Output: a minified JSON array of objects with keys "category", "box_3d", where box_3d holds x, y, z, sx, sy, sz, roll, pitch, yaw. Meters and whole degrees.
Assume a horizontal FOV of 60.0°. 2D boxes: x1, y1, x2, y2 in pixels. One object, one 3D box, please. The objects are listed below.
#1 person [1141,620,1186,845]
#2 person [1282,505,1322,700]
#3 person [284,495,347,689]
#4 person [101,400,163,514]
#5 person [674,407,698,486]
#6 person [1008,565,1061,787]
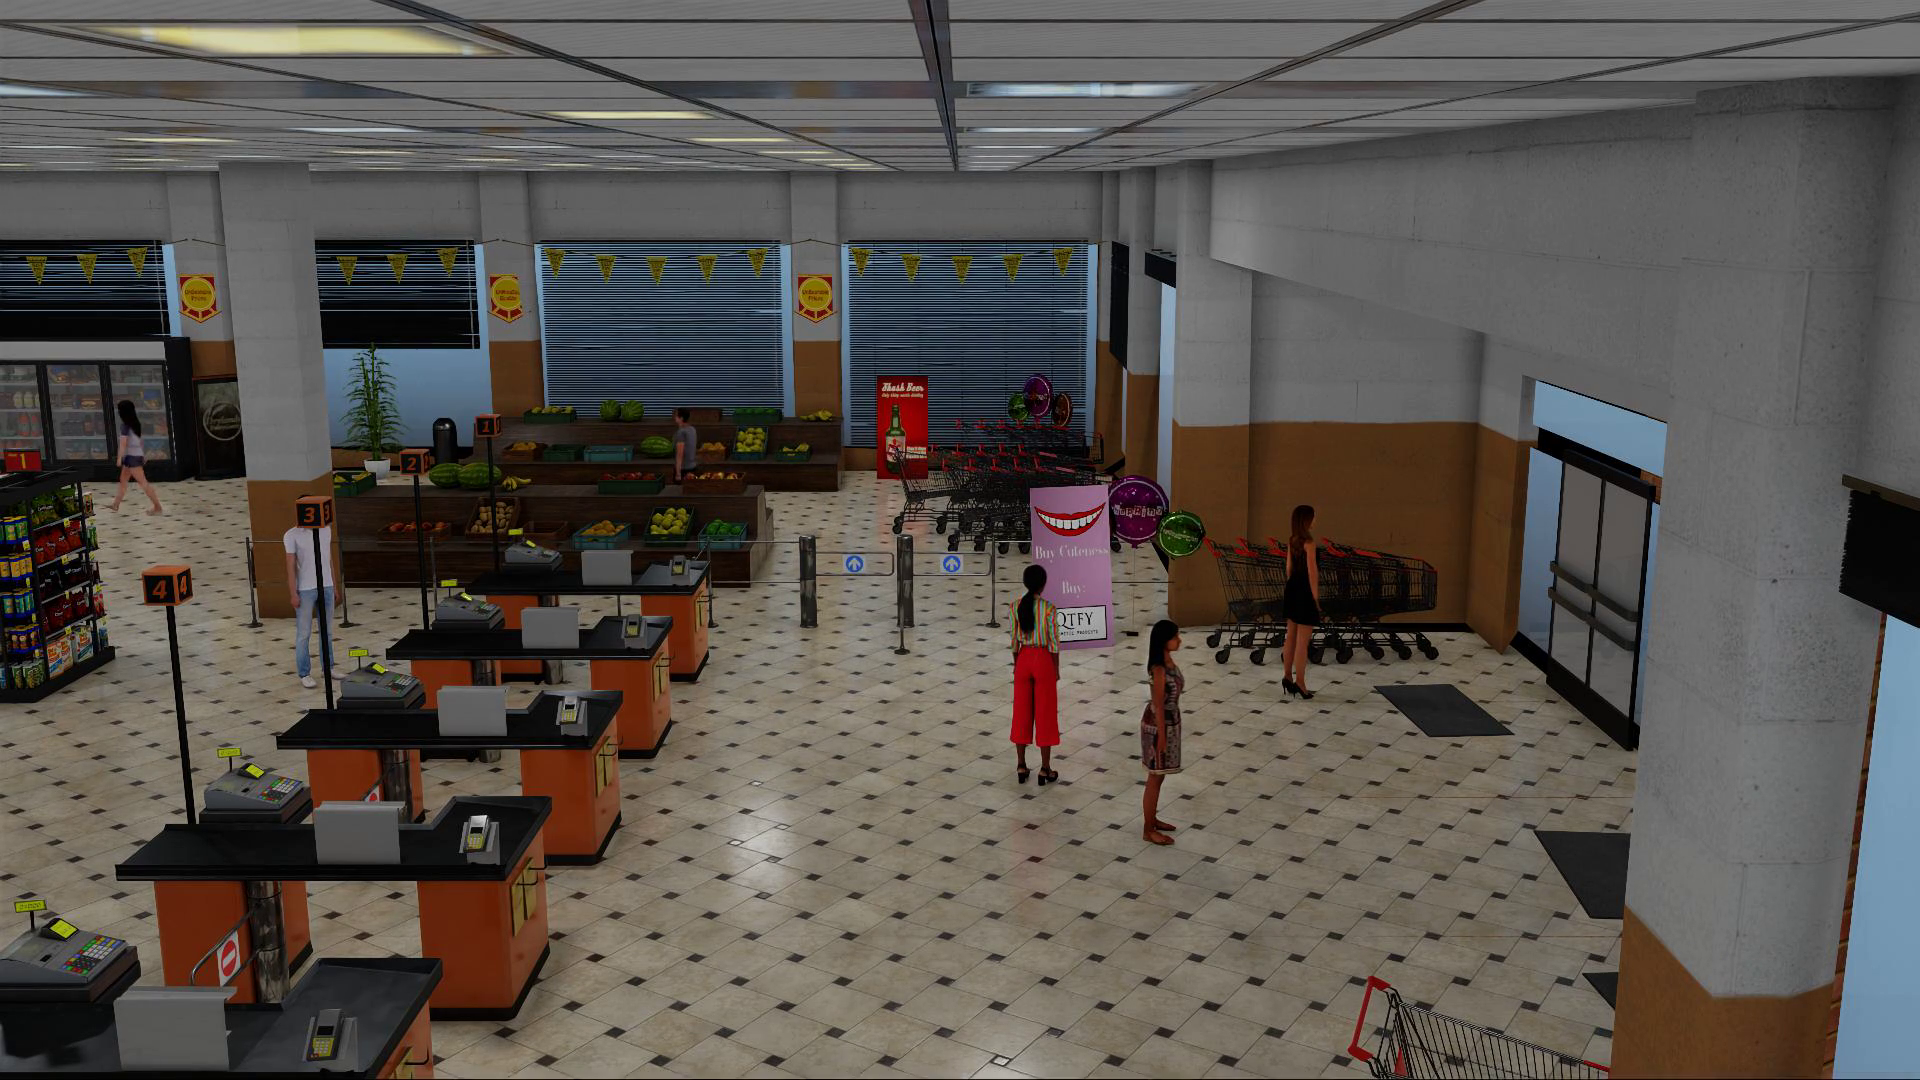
[{"category":"person","box_3d":[1.472,1.383,12.213,0.602,1.644,0.694,3,12,12]},{"category":"person","box_3d":[3.196,0.575,15.588,0.650,1.834,0.657,-5,13,-22]},{"category":"person","box_3d":[-6.239,0.471,16.046,0.739,1.851,0.732,8,14,33]},{"category":"person","box_3d":[-12.023,-1.176,24.336,1.112,1.657,0.665,-1,12,-5]},{"category":"person","box_3d":[-3.778,-0.991,23.249,0.932,1.744,0.759,3,12,13]},{"category":"person","box_3d":[0.599,1.075,13.316,0.594,1.794,0.728,5,13,22]}]
